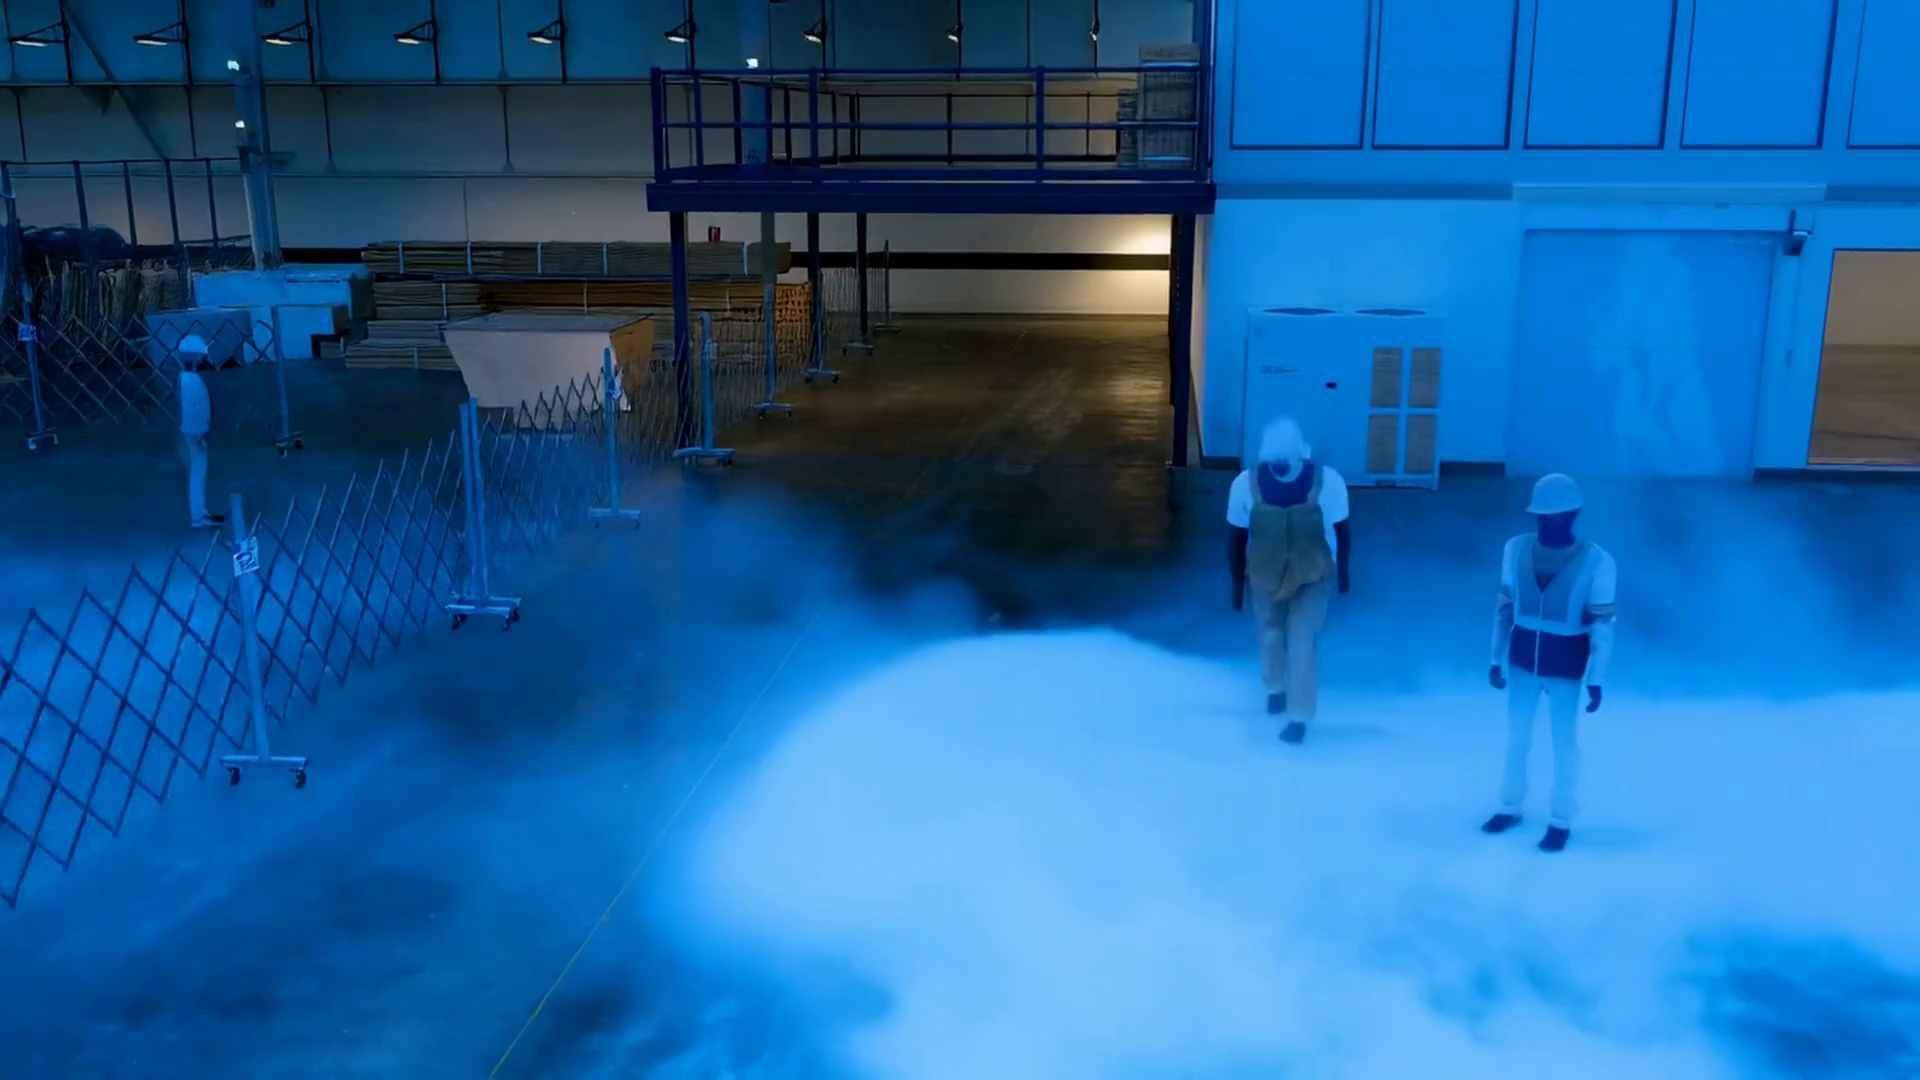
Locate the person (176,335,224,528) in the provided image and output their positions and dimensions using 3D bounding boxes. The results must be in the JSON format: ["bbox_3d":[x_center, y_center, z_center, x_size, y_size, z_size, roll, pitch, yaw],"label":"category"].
[{"bbox_3d":[-6.943,-0.994,15.193,0.339,1.757,0.519,-7,15,-26],"label":"person"}]

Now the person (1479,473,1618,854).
[{"bbox_3d":[2.919,0.610,8.282,0.594,1.924,0.382,13,19,42],"label":"person"}]

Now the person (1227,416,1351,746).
[{"bbox_3d":[1.938,0.164,9.872,0.722,2.000,1.047,4,14,17],"label":"person"}]
